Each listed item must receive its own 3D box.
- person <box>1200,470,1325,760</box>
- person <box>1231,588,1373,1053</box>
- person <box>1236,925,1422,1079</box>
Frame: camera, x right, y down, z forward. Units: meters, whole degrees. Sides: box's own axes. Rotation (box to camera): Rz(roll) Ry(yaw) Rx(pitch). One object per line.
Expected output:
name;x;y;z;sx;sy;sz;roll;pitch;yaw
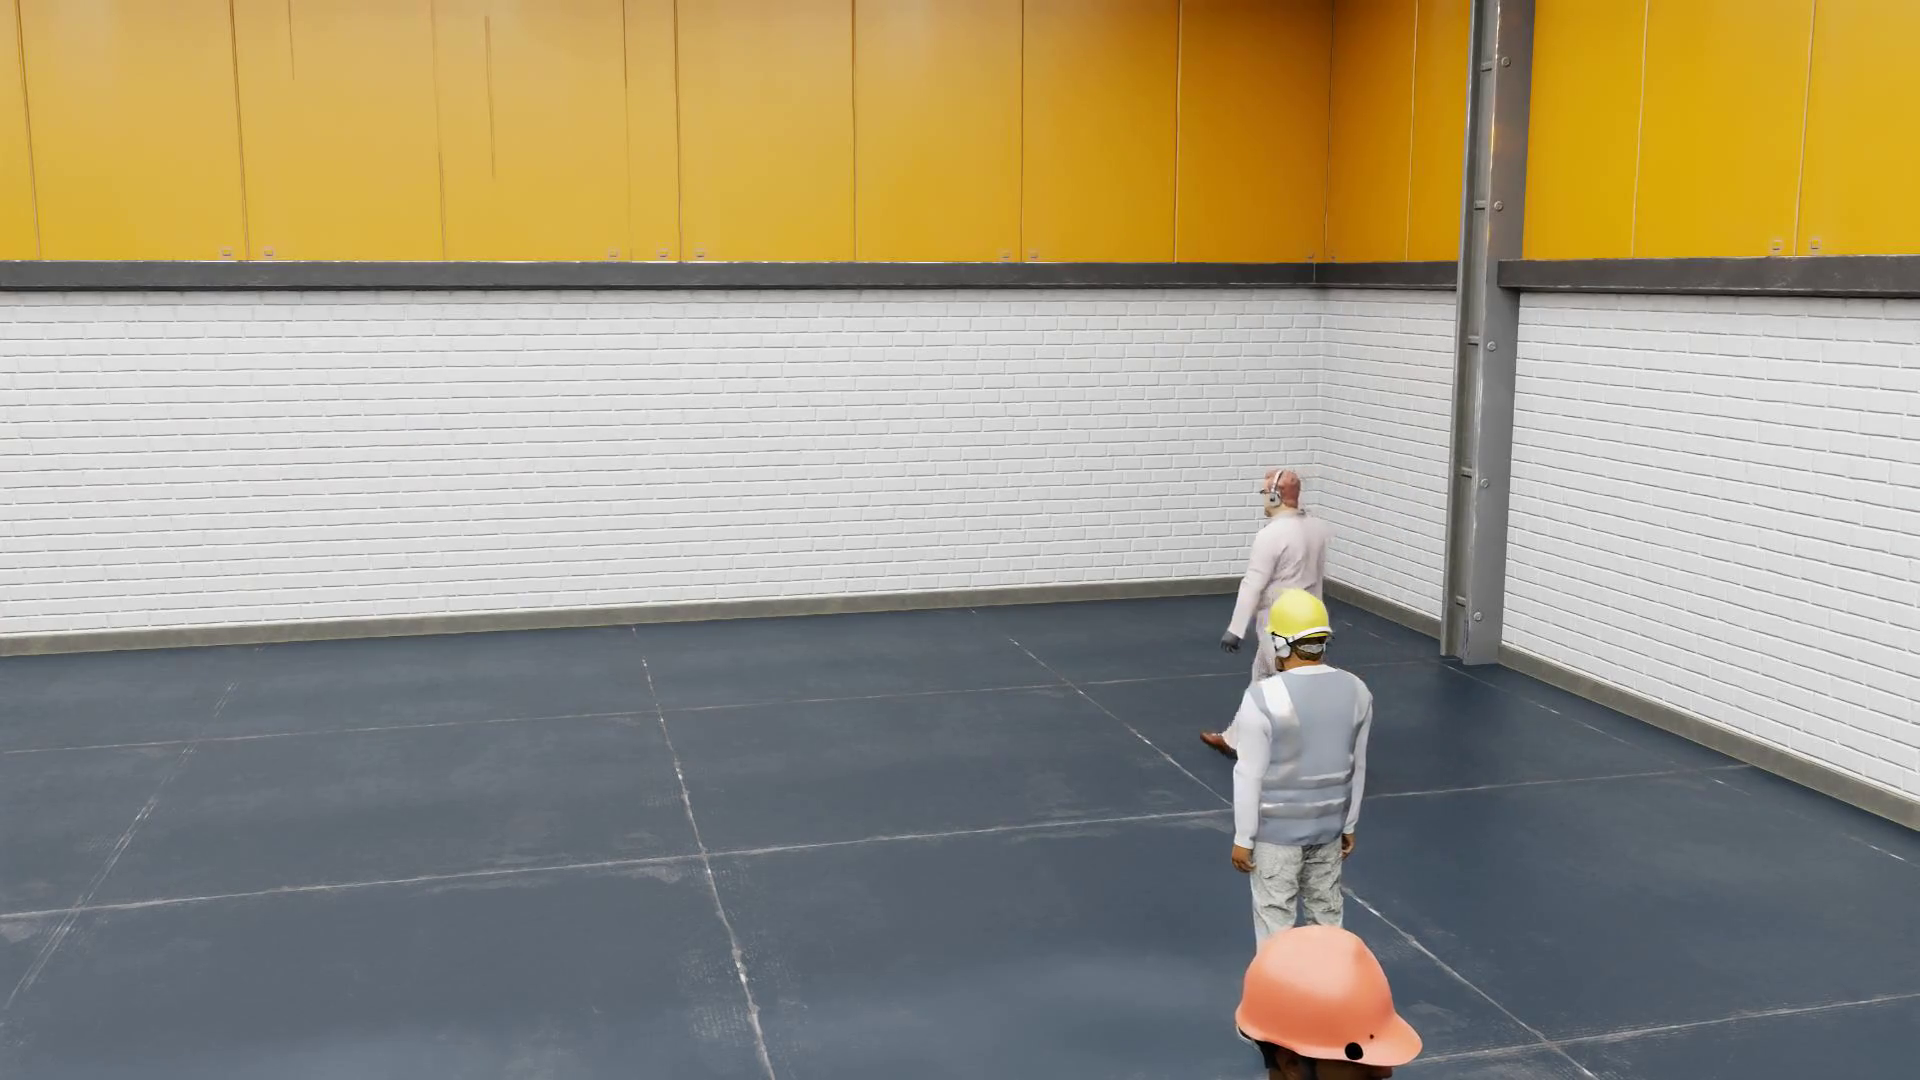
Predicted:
person;1.890;0.504;10.047;0.990;1.853;0.653;6;11;35
person;1.309;1.095;6.481;0.586;1.824;0.404;-5;10;-27
person;0.598;1.603;2.938;0.362;1.938;0.545;4;10;24
